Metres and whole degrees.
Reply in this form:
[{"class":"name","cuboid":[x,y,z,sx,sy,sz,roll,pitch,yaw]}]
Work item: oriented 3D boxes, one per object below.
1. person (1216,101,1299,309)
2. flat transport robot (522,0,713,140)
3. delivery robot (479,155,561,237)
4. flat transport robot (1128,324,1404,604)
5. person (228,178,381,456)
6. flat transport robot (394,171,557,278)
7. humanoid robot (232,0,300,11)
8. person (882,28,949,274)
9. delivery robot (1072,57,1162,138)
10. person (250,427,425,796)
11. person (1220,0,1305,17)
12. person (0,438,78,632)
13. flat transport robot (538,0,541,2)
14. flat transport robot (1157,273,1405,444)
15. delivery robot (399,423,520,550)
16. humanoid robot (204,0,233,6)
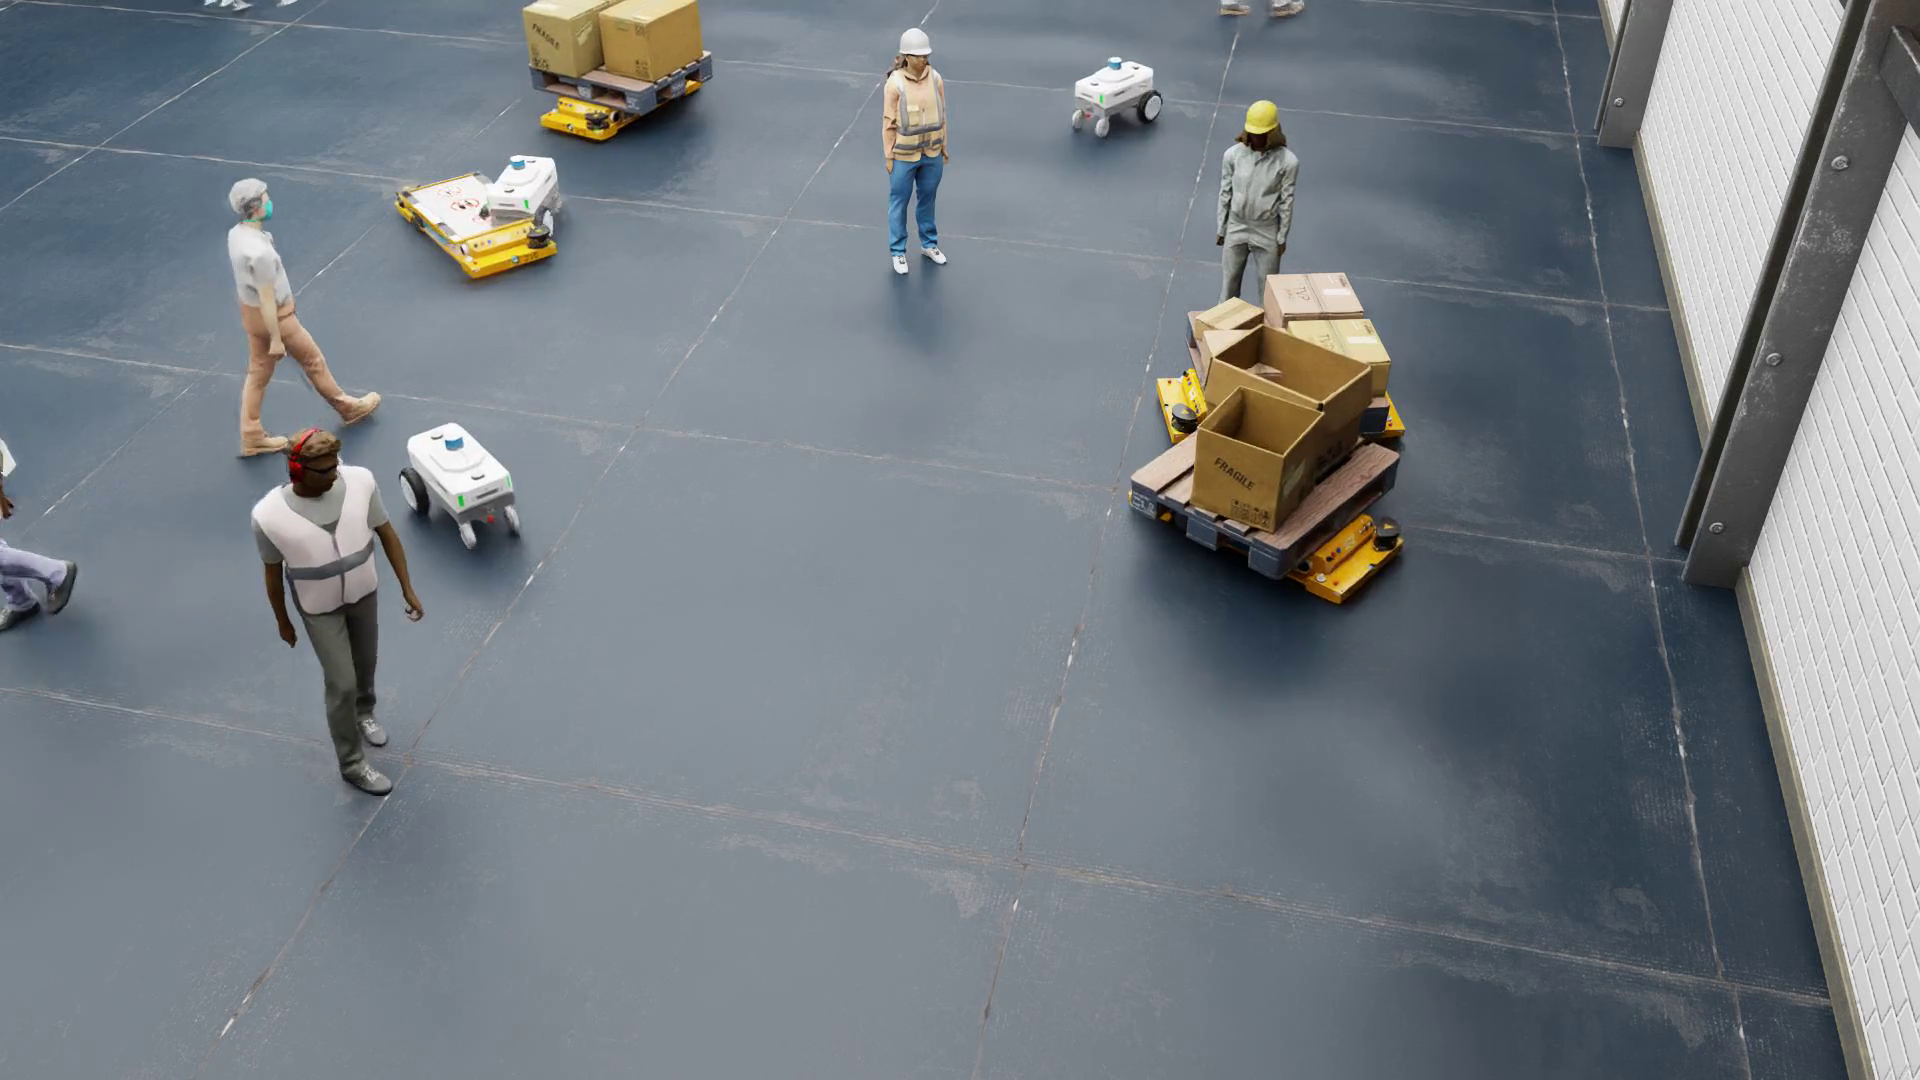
[{"class":"person","cuboid":[1.875,-1.983,10.657,0.481,1.728,0.341,13,39,17]},{"class":"flat transport robot","cuboid":[-2.900,-3.832,14.346,0.659,0.231,1.431,19,41,23]},{"class":"delivery robot","cuboid":[-3.262,-2.585,12.415,0.499,0.566,0.739,4,37,5]},{"class":"flat transport robot","cuboid":[1.722,-0.147,9.415,1.431,0.231,0.659,28,45,33]},{"class":"person","cuboid":[-4.027,-1.316,9.796,0.863,1.702,0.463,-30,46,-34]},{"class":"flat transport robot","cuboid":[-3.630,-2.374,12.396,0.659,0.231,1.431,-25,43,-29]},{"class":"humanoid robot","cuboid":[-6.932,-5.879,15.870,0.538,1.781,0.832,20,41,25]},{"class":"person","cuboid":[-0.323,-2.736,11.658,0.488,1.732,0.363,-18,40,-23]},{"class":"delivery robot","cuboid":[1.314,-3.760,14.027,0.812,0.614,0.499,-30,46,-34]},{"class":"person","cuboid":[-2.794,0.278,7.557,0.613,1.814,0.575,30,46,34]},{"class":"person","cuboid":[2.961,-5.908,15.801,0.893,1.848,0.609,-1,37,-2]},{"class":"person","cuboid":[-4.980,-0.302,8.325,0.565,1.828,0.443,26,44,30]},{"class":"flat transport robot","cuboid":[-3.258,-4.725,15.542,0.659,0.231,1.431,9,38,12]},{"class":"flat transport robot","cuboid":[1.988,-0.862,10.372,1.431,0.231,0.659,-2,37,-3]},{"class":"delivery robot","cuboid":[-2.831,-0.357,9.441,0.499,0.575,0.759,-26,44,-30]},{"class":"humanoid robot","cuboid":[-7.413,-6.040,16.094,0.560,1.817,0.681,11,38,14]}]
